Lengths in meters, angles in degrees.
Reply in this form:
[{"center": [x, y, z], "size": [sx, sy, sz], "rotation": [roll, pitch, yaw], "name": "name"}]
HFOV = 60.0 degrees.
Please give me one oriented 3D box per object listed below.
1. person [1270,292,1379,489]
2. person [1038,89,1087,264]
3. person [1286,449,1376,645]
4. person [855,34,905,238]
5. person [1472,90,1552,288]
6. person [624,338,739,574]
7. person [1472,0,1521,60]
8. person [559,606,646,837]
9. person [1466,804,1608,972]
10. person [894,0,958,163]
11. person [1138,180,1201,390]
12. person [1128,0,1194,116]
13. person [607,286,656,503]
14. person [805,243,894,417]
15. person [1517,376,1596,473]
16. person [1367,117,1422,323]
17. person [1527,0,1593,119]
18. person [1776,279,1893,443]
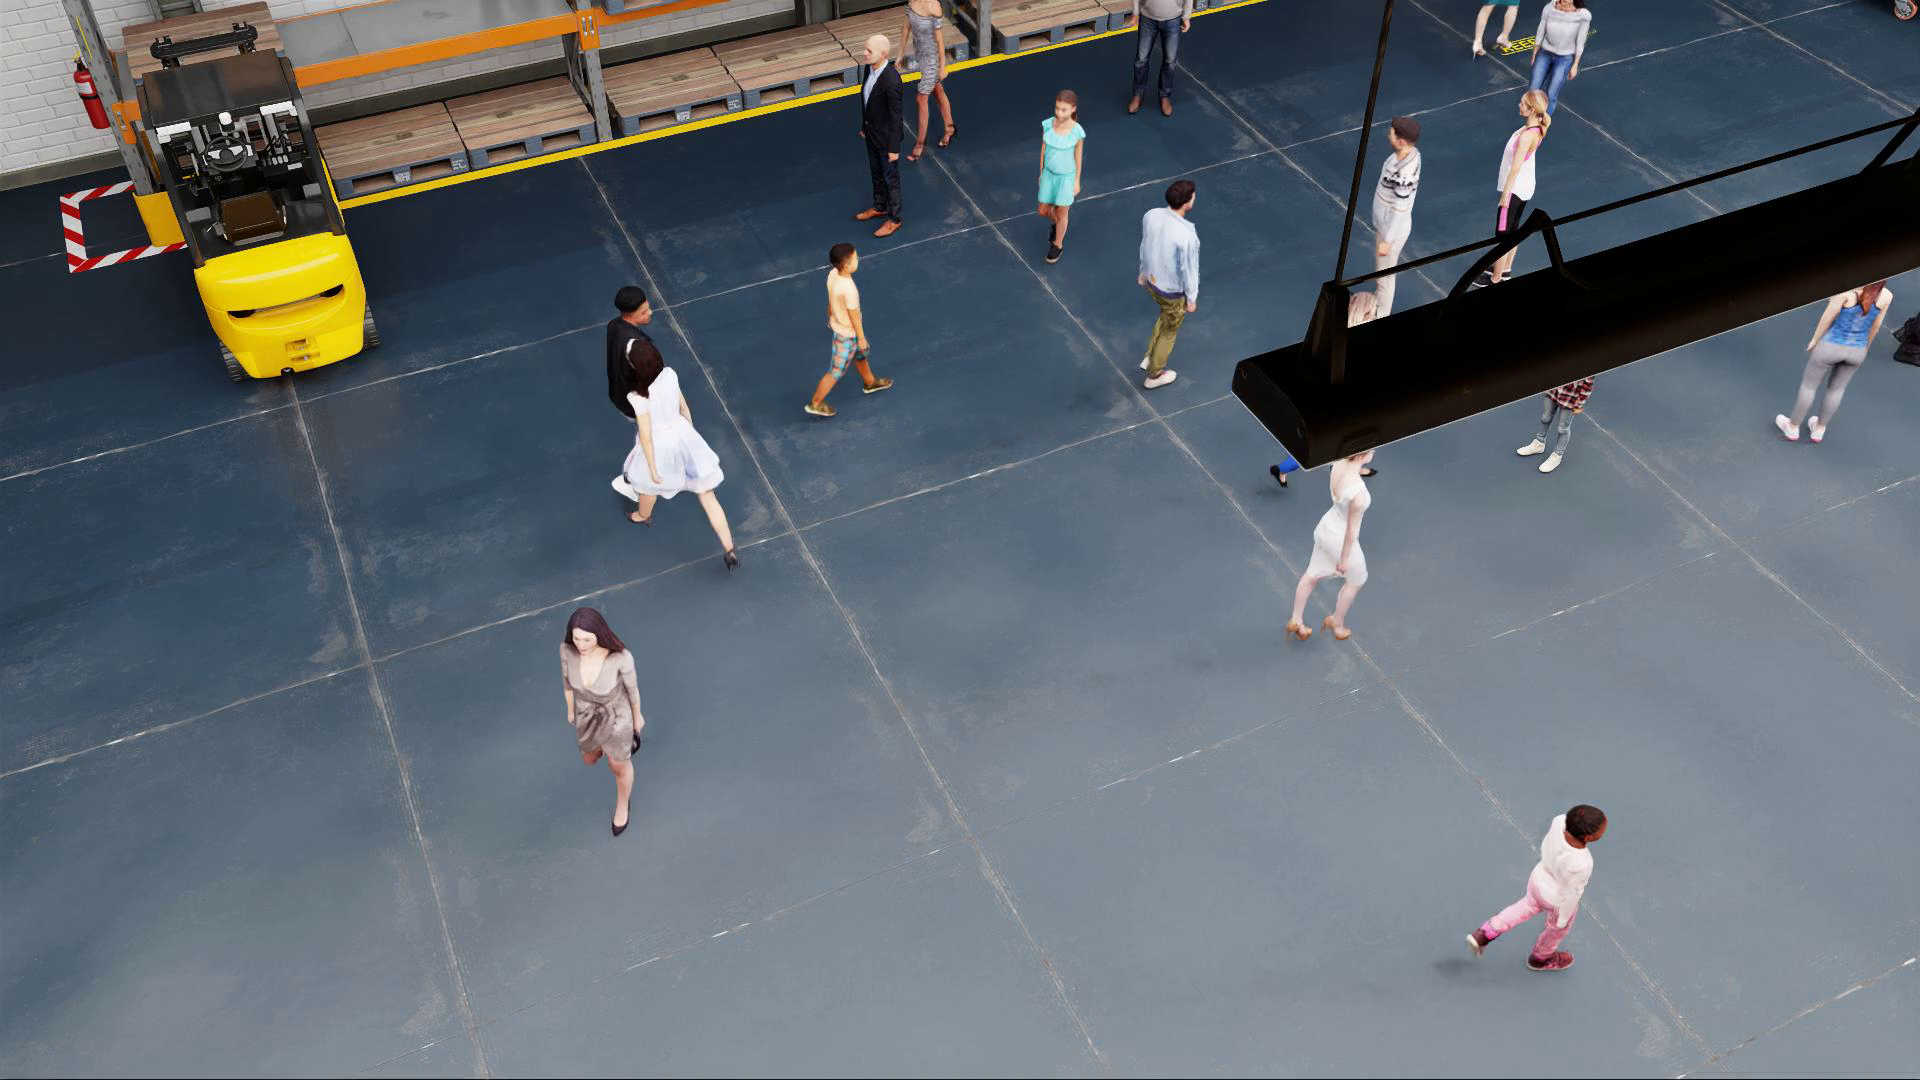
[{"center": [2.631, -0.993, 11.661], "size": [1.168, 1.675, 0.828], "rotation": [-7, 44, -7], "name": "person"}, {"center": [0.868, -3.092, 13.951], "size": [0.729, 1.555, 0.798], "rotation": [20, 47, 20], "name": "person"}, {"center": [2.285, 0.026, 10.519], "size": [0.748, 1.774, 0.678], "rotation": [-8, 44, -8], "name": "person"}, {"center": [-0.664, -3.468, 14.167], "size": [0.615, 1.800, 0.712], "rotation": [-24, 48, -23], "name": "person"}, {"center": [4.536, -2.841, 13.520], "size": [0.738, 1.786, 0.615], "rotation": [26, 49, 25], "name": "person"}, {"center": [-1.866, -0.511, 11.108], "size": [1.277, 1.740, 1.064], "rotation": [-33, 53, -30], "name": "person"}, {"center": [5.325, -5.553, 16.454], "size": [0.795, 1.666, 0.670], "rotation": [-28, 50, -27], "name": "person"}, {"center": [-2.022, 0.959, 9.570], "size": [0.928, 1.732, 0.946], "rotation": [8, 44, 8], "name": "person"}, {"center": [3.105, 1.854, 8.850], "size": [0.909, 1.429, 0.670], "rotation": [-7, 44, -8], "name": "person"}, {"center": [-0.201, -4.371, 15.121], "size": [0.887, 1.793, 0.698], "rotation": [-26, 49, -25], "name": "person"}, {"center": [1.502, -1.879, 12.505], "size": [0.672, 1.793, 0.725], "rotation": [-24, 49, -23], "name": "person"}, {"center": [1.889, -4.938, 15.639], "size": [0.786, 1.901, 0.896], "rotation": [6, 44, 7], "name": "person"}, {"center": [-2.272, -0.957, 11.536], "size": [0.859, 1.795, 0.775], "rotation": [-27, 50, -26], "name": "person"}, {"center": [-0.915, -1.547, 12.416], "size": [0.971, 1.436, 0.532], "rotation": [-18, 46, -18], "name": "person"}, {"center": [4.379, -1.077, 12.017], "size": [0.525, 1.305, 0.550], "rotation": [-23, 48, -22], "name": "person"}, {"center": [3.412, -2.488, 13.096], "size": [0.802, 1.859, 0.767], "rotation": [11, 45, 11], "name": "person"}, {"center": [5.516, -4.458, 15.336], "size": [0.797, 1.622, 0.870], "rotation": [23, 48, 23], "name": "person"}, {"center": [6.419, -1.400, 12.137], "size": [0.627, 1.606, 0.712], "rotation": [6, 44, 6], "name": "person"}]
